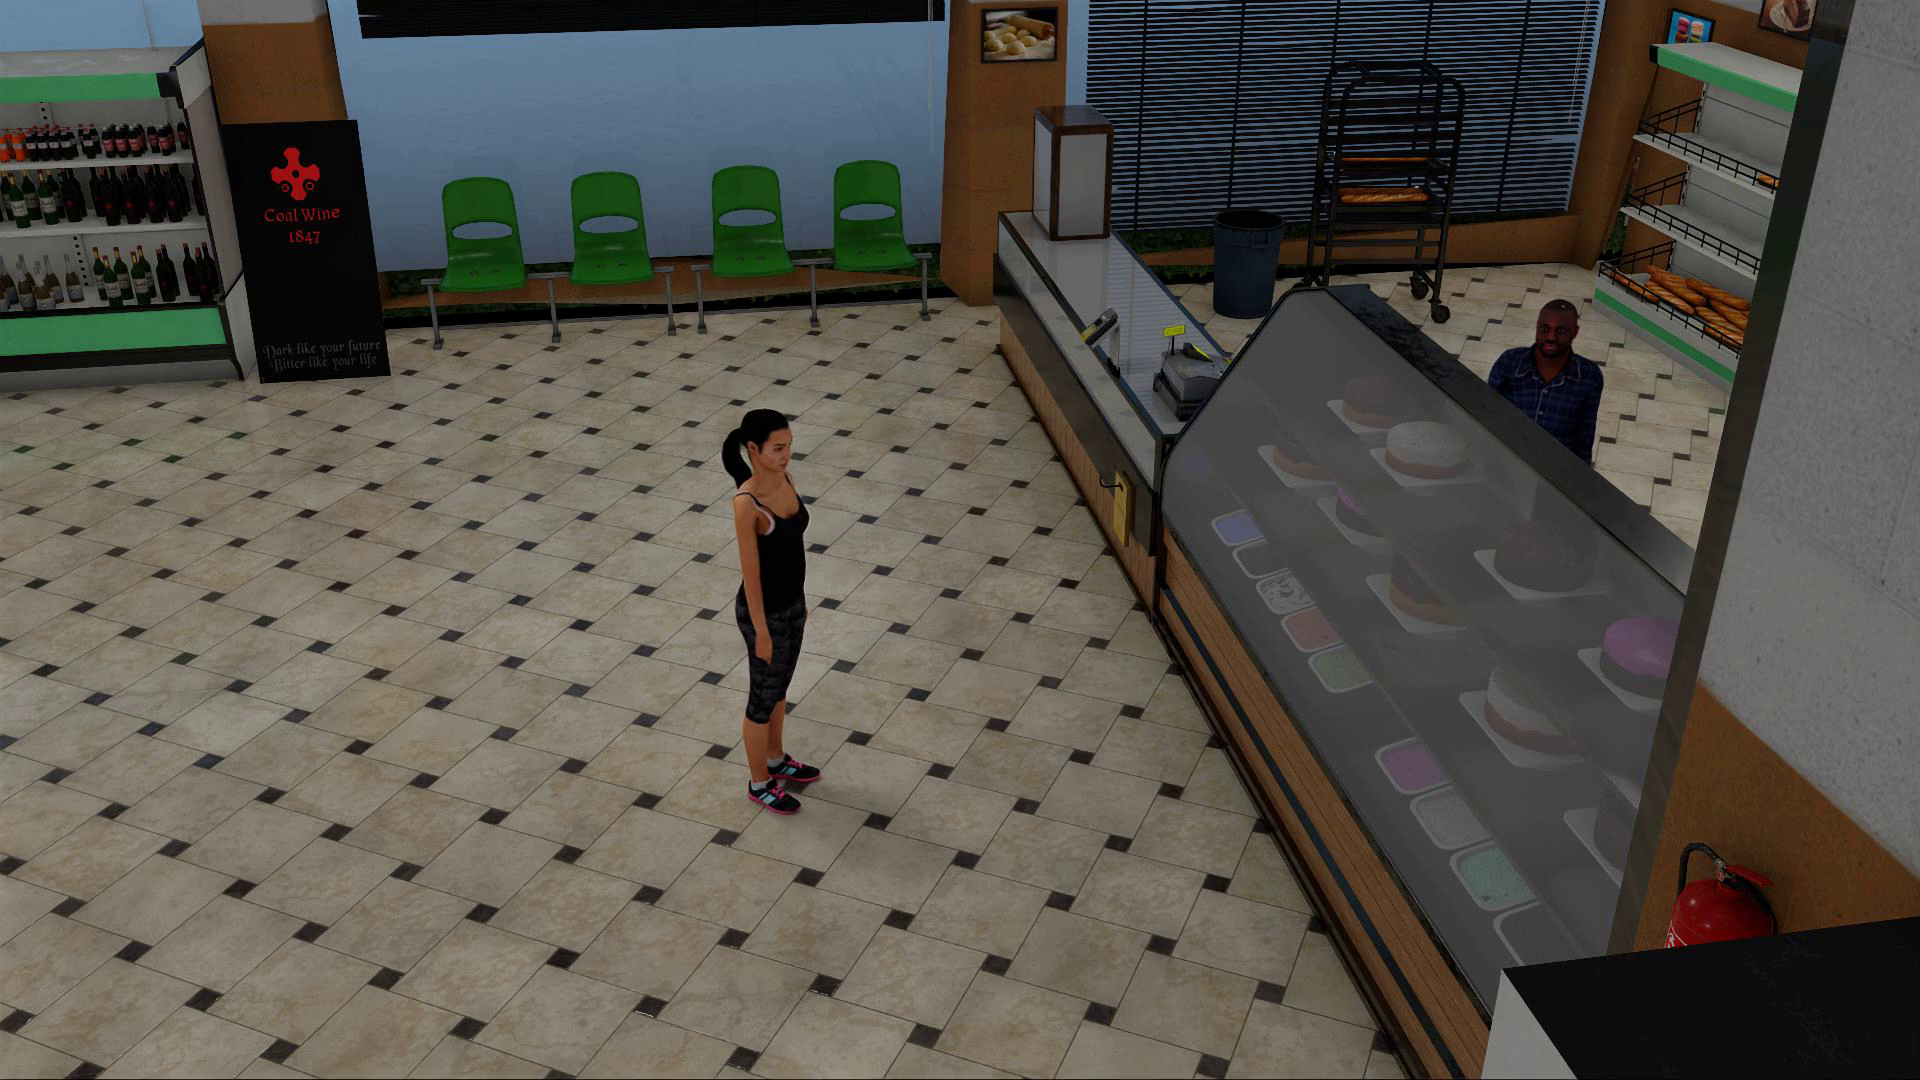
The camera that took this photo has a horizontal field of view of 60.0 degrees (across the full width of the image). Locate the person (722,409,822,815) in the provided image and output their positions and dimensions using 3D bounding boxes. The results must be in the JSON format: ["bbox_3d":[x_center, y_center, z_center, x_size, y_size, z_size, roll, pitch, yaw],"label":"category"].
[{"bbox_3d":[-0.769,0.279,6.687,0.679,1.726,0.660,8,28,16],"label":"person"}]

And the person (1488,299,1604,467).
[{"bbox_3d":[2.586,-0.231,7.584,0.724,1.824,0.831,11,29,20],"label":"person"}]
